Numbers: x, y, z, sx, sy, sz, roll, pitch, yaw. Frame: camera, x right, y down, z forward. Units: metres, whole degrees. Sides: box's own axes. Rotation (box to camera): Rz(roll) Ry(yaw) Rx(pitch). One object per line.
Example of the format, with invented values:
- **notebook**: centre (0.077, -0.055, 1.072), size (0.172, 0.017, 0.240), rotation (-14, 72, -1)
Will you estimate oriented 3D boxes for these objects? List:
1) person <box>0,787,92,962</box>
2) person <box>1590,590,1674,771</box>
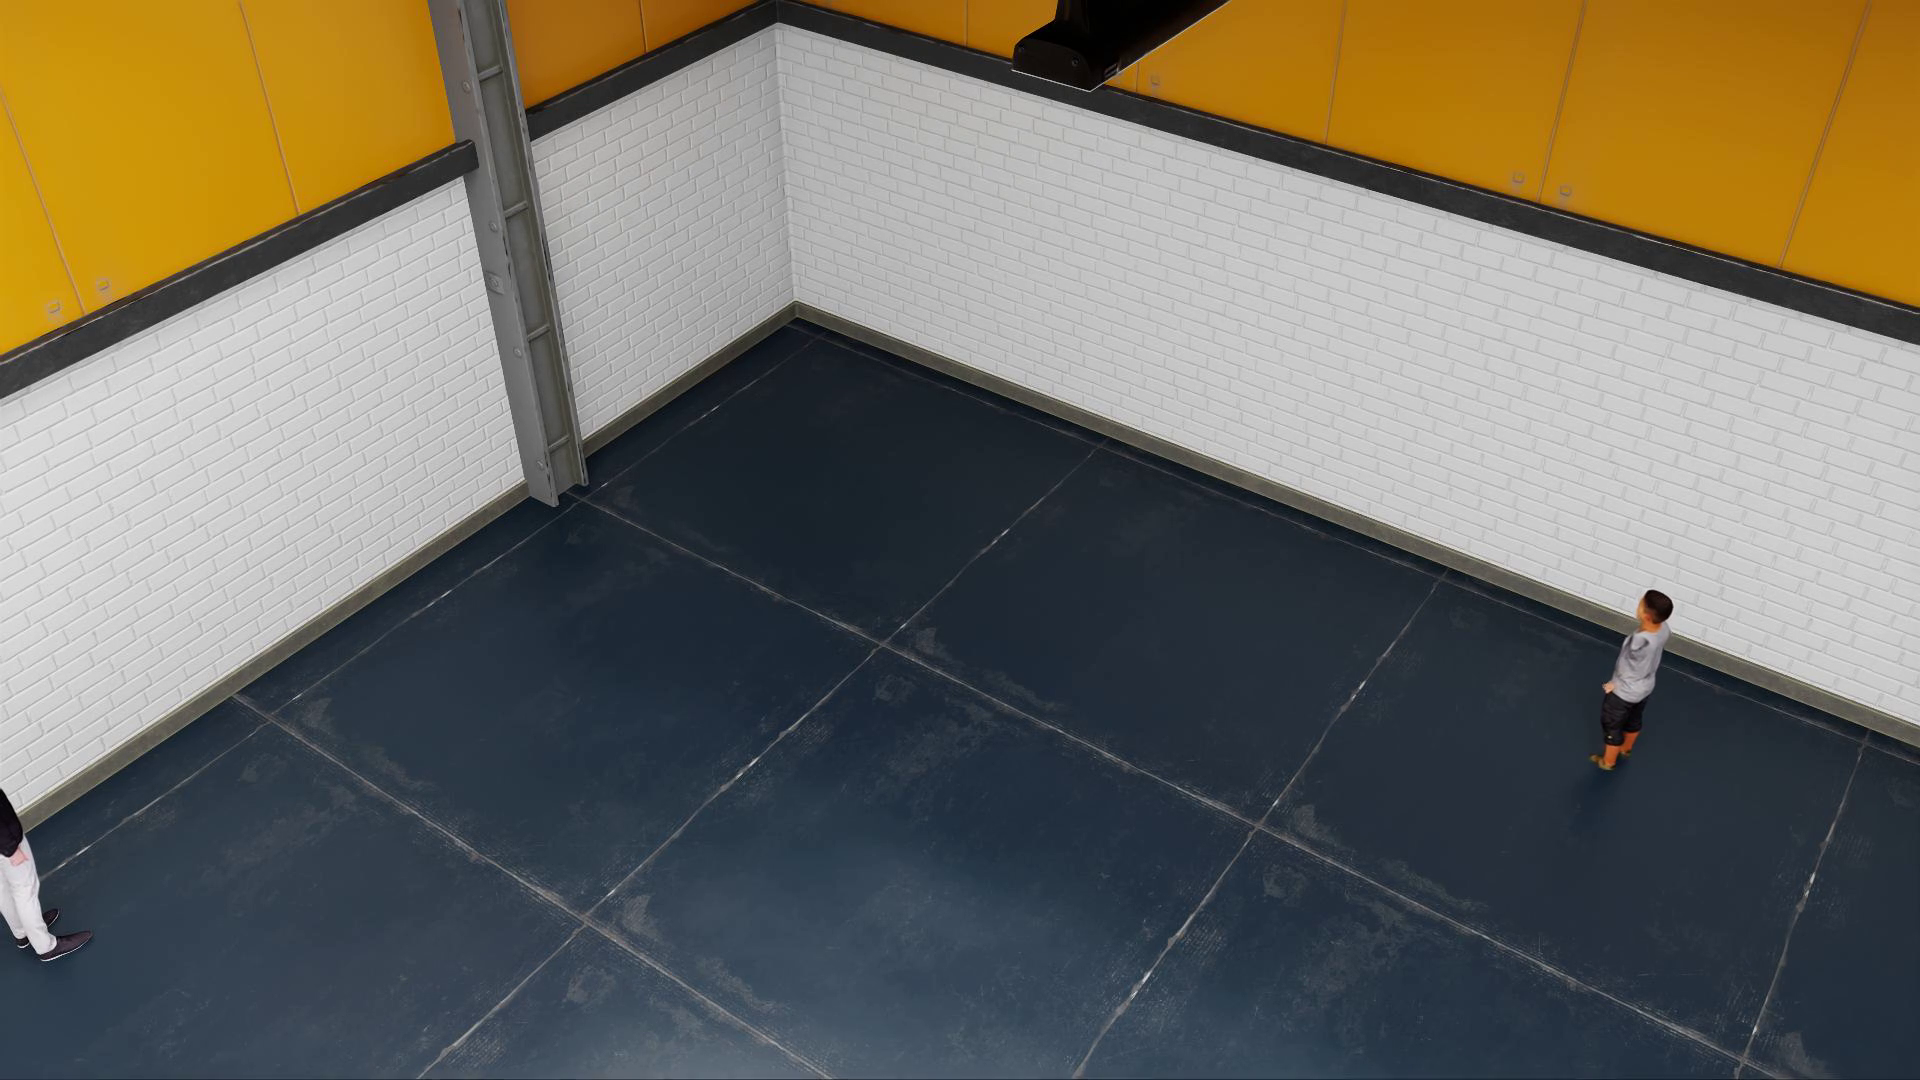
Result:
- **person**: centre (-5.438, 1.658, 9.325), size (0.655, 1.843, 0.516), rotation (24, 45, 27)
- **person**: centre (4.316, 0.861, 10.638), size (0.497, 1.451, 0.656), rotation (-27, 46, -30)
